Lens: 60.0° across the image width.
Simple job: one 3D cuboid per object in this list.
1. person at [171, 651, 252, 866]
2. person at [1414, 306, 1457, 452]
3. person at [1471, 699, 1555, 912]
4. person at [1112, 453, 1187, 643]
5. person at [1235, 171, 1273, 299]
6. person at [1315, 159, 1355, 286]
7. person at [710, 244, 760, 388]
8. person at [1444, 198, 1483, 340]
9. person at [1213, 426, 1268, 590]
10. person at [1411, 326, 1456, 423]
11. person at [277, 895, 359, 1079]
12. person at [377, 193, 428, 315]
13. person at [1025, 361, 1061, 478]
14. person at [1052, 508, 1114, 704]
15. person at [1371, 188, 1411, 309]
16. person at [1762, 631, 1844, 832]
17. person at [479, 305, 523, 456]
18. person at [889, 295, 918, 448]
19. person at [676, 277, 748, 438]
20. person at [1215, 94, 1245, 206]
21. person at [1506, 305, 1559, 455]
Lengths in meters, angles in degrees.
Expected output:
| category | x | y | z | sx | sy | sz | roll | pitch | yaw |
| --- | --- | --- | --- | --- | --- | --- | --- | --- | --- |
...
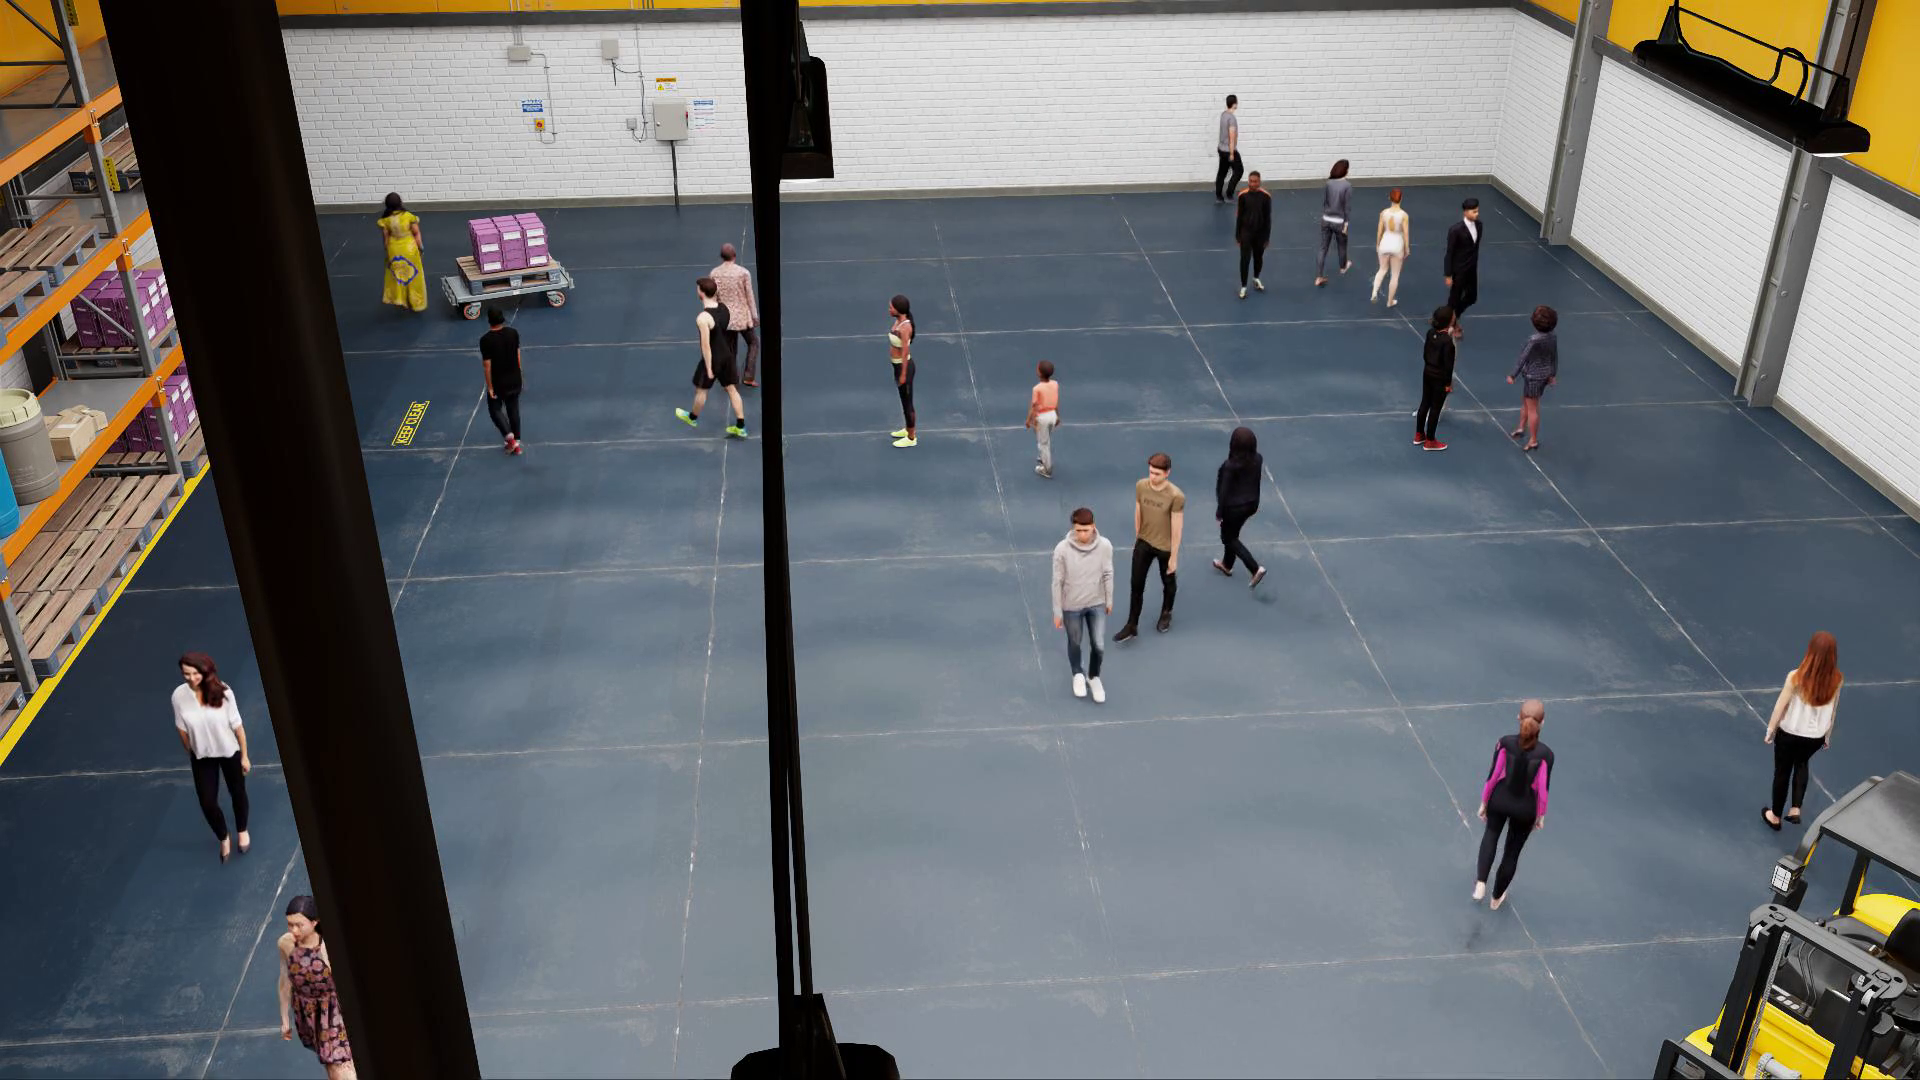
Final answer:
| category | x | y | z | sx | sy | sz | roll | pitch | yaw |
| --- | --- | --- | --- | --- | --- | --- | --- | --- | --- |
| person | -5.440 | 1.538 | 12.229 | 0.673 | 1.781 | 0.688 | -9 | 30 | -16 |
| person | 5.291 | -1.808 | 18.474 | 0.718 | 1.674 | 0.576 | -11 | 30 | -19 |
| person | 3.829 | 1.914 | 11.593 | 0.745 | 1.730 | 0.807 | 16 | 33 | 27 |
| person | 1.828 | 0.012 | 14.983 | 1.038 | 1.823 | 1.133 | 15 | 32 | 25 |
| person | 4.028 | -4.209 | 22.788 | 0.785 | 1.759 | 0.990 | 4 | 29 | 7 |
| person | 5.173 | -4.389 | 23.158 | 1.040 | 1.721 | 1.150 | 19 | 34 | 30 |
| person | -2.692 | -2.638 | 19.868 | 0.843 | 1.798 | 0.834 | 5 | 29 | 10 |
| person | 6.409 | -3.525 | 21.413 | 0.838 | 1.874 | 0.820 | -15 | 32 | -25 |
| person | 2.691 | -0.282 | 15.756 | 0.965 | 1.600 | 1.073 | -23 | 36 | -36 |
| person | 5.516 | -1.952 | 19.162 | 0.670 | 1.269 | 0.556 | -8 | 30 | -14 |
| person | -3.765 | 2.784 | 9.967 | 0.727 | 1.760 | 0.795 | 5 | 29 | 9 |
| person | -7.404 | -3.777 | 22.113 | 0.811 | 1.648 | 0.701 | -4 | 29 | -8 |
| person | 0.958 | -1.286 | 17.913 | 0.635 | 1.296 | 0.723 | -18 | 34 | -30 |
| person | 1.021 | 0.486 | 14.102 | 0.676 | 1.835 | 0.648 | -2 | 29 | -4 |
| person | 5.760 | -3.888 | 22.333 | 0.768 | 1.630 | 0.829 | 19 | 34 | 31 |
| person | 6.306 | 1.490 | 12.390 | 0.650 | 1.711 | 0.650 | 2 | 29 | 4 |
| person | -4.962 | -1.718 | 18.233 | 0.806 | 1.747 | 0.868 | -23 | 36 | -35 |
| person | -0.617 | -1.900 | 18.561 | 0.630 | 1.754 | 0.455 | -4 | 29 | -8 |
| person | -2.666 | -2.004 | 18.664 | 1.189 | 1.837 | 1.194 | 18 | 33 | 29 |
| person | 4.189 | -6.194 | 26.440 | 0.763 | 1.747 | 0.608 | -8 | 30 | -14 |
| person | 6.417 | -1.731 | 18.326 | 0.827 | 1.681 | 0.887 | -22 | 36 | -35 |
